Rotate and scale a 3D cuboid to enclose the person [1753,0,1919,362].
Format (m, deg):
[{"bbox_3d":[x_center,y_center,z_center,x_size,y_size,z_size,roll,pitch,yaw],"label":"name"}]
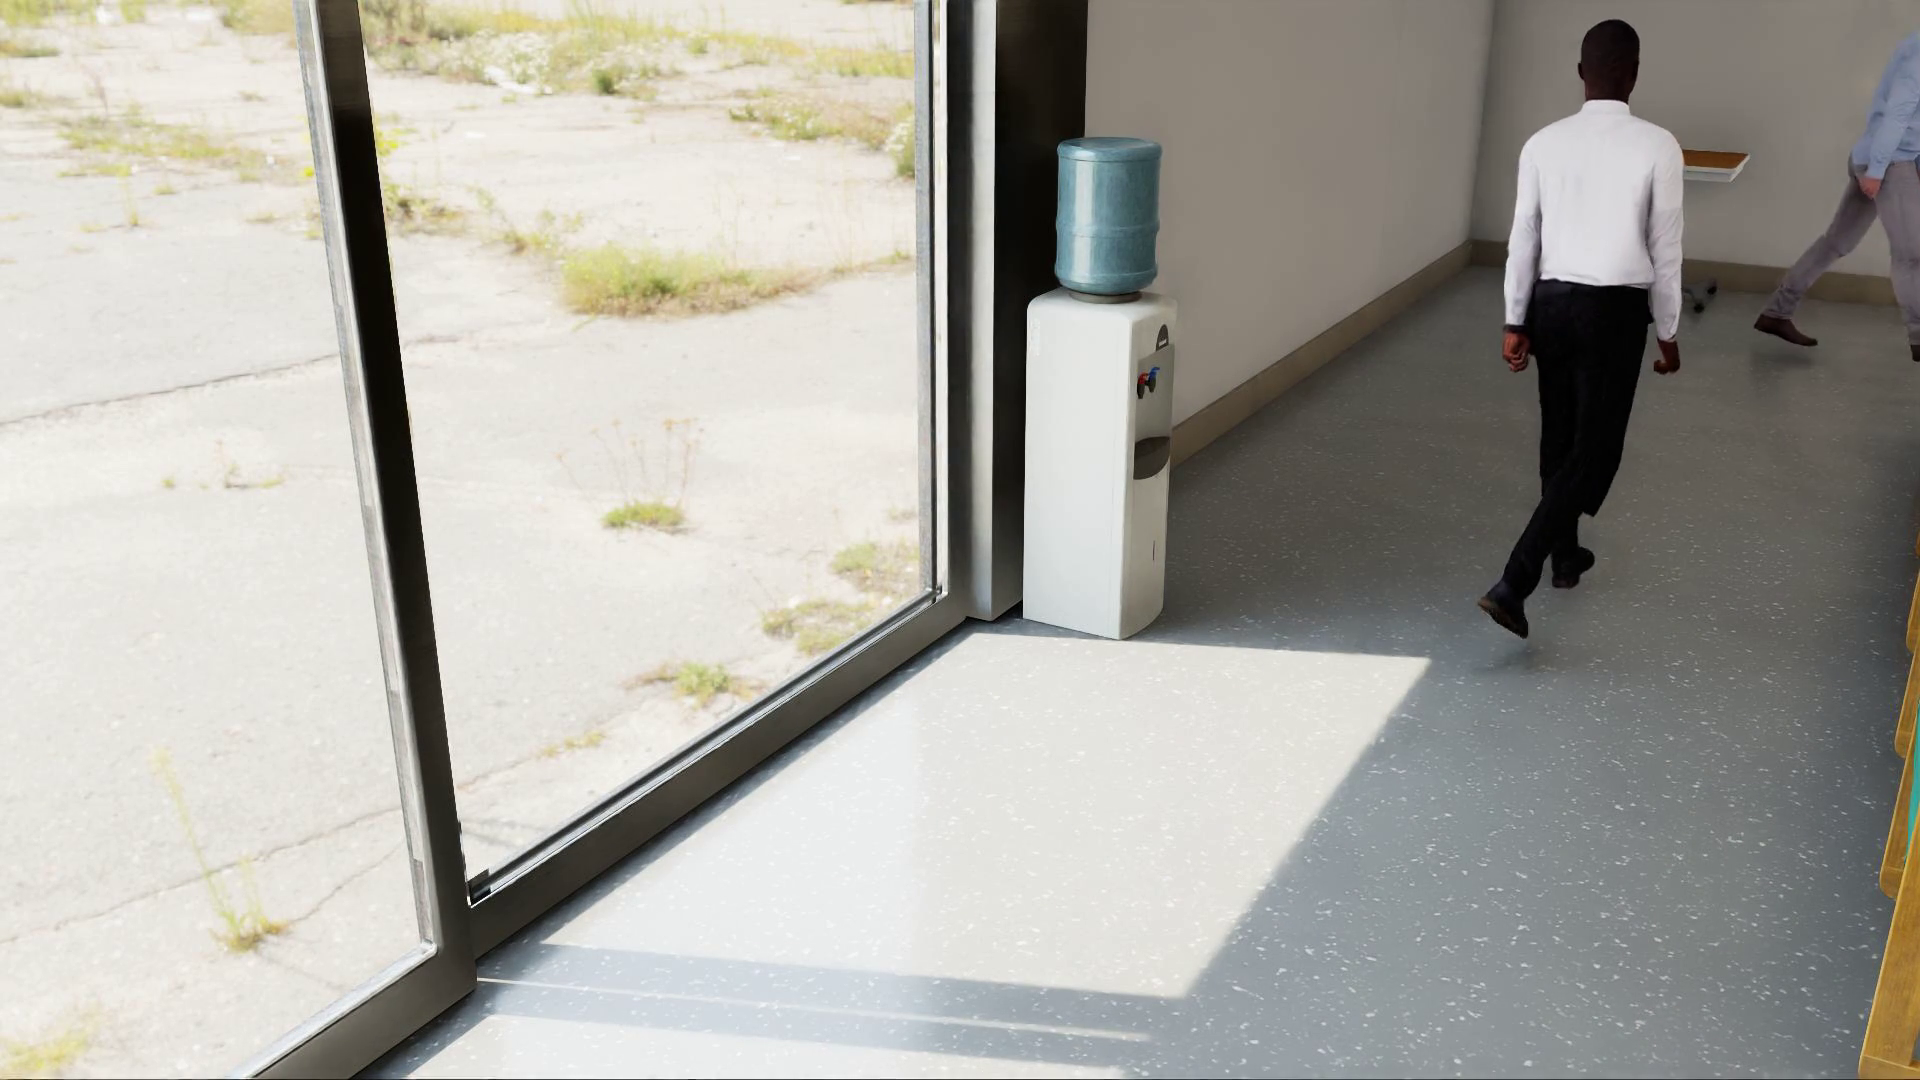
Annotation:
[{"bbox_3d":[4.412,-1.792,8.139,1.236,1.830,0.717,13,24,30],"label":"person"}]

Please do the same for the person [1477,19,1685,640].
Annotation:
[{"bbox_3d":[1.835,-0.569,4.956,1.214,1.798,0.874,17,27,38],"label":"person"}]
